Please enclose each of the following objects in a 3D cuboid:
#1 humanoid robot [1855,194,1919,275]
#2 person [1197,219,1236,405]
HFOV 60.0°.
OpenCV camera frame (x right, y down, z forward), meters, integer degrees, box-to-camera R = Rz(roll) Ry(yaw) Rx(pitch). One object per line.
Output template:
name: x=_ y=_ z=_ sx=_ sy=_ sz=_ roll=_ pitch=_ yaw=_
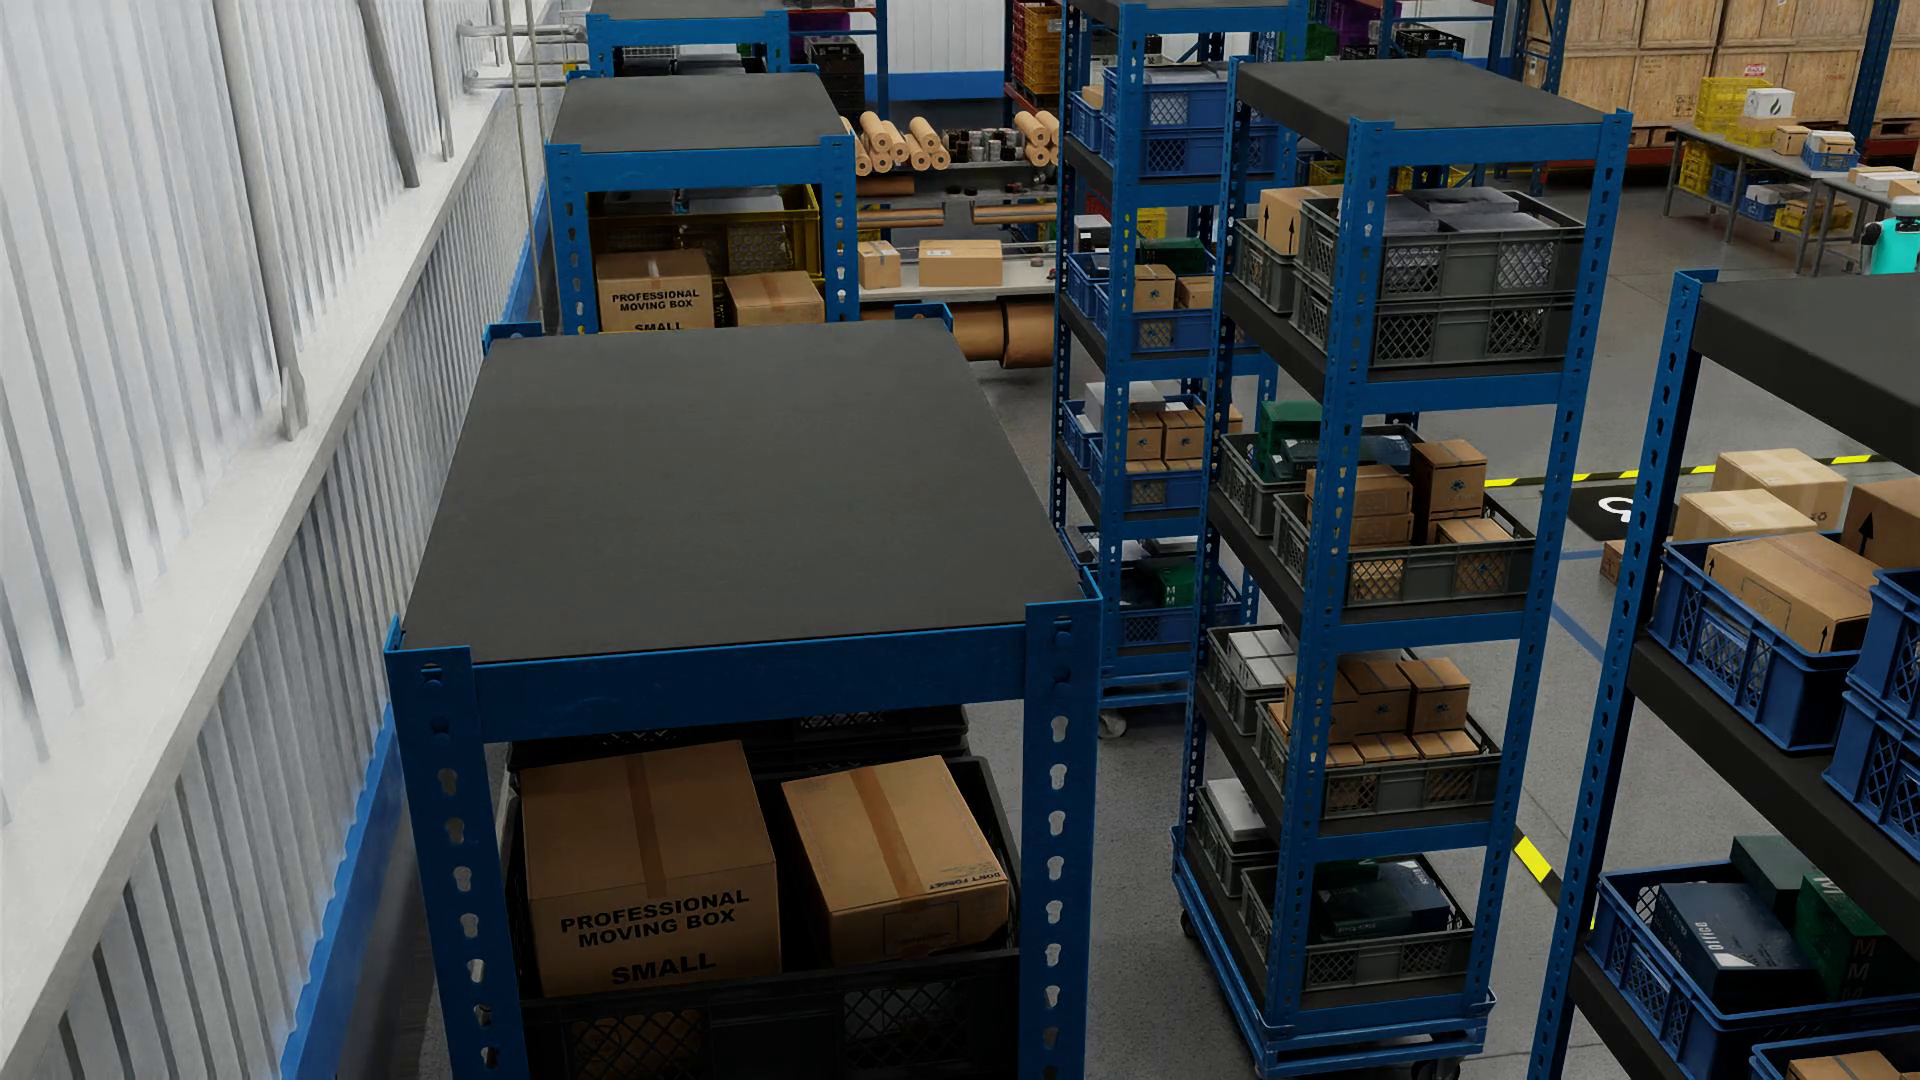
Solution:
humanoid robot: x=6.624 y=-1.539 z=11.726 sx=0.533 sy=1.677 sz=0.735 roll=1 pitch=25 yaw=2
person: x=1.684 y=-1.243 z=11.106 sx=0.386 sy=1.850 sz=0.597 roll=-5 pitch=25 yaw=-10
